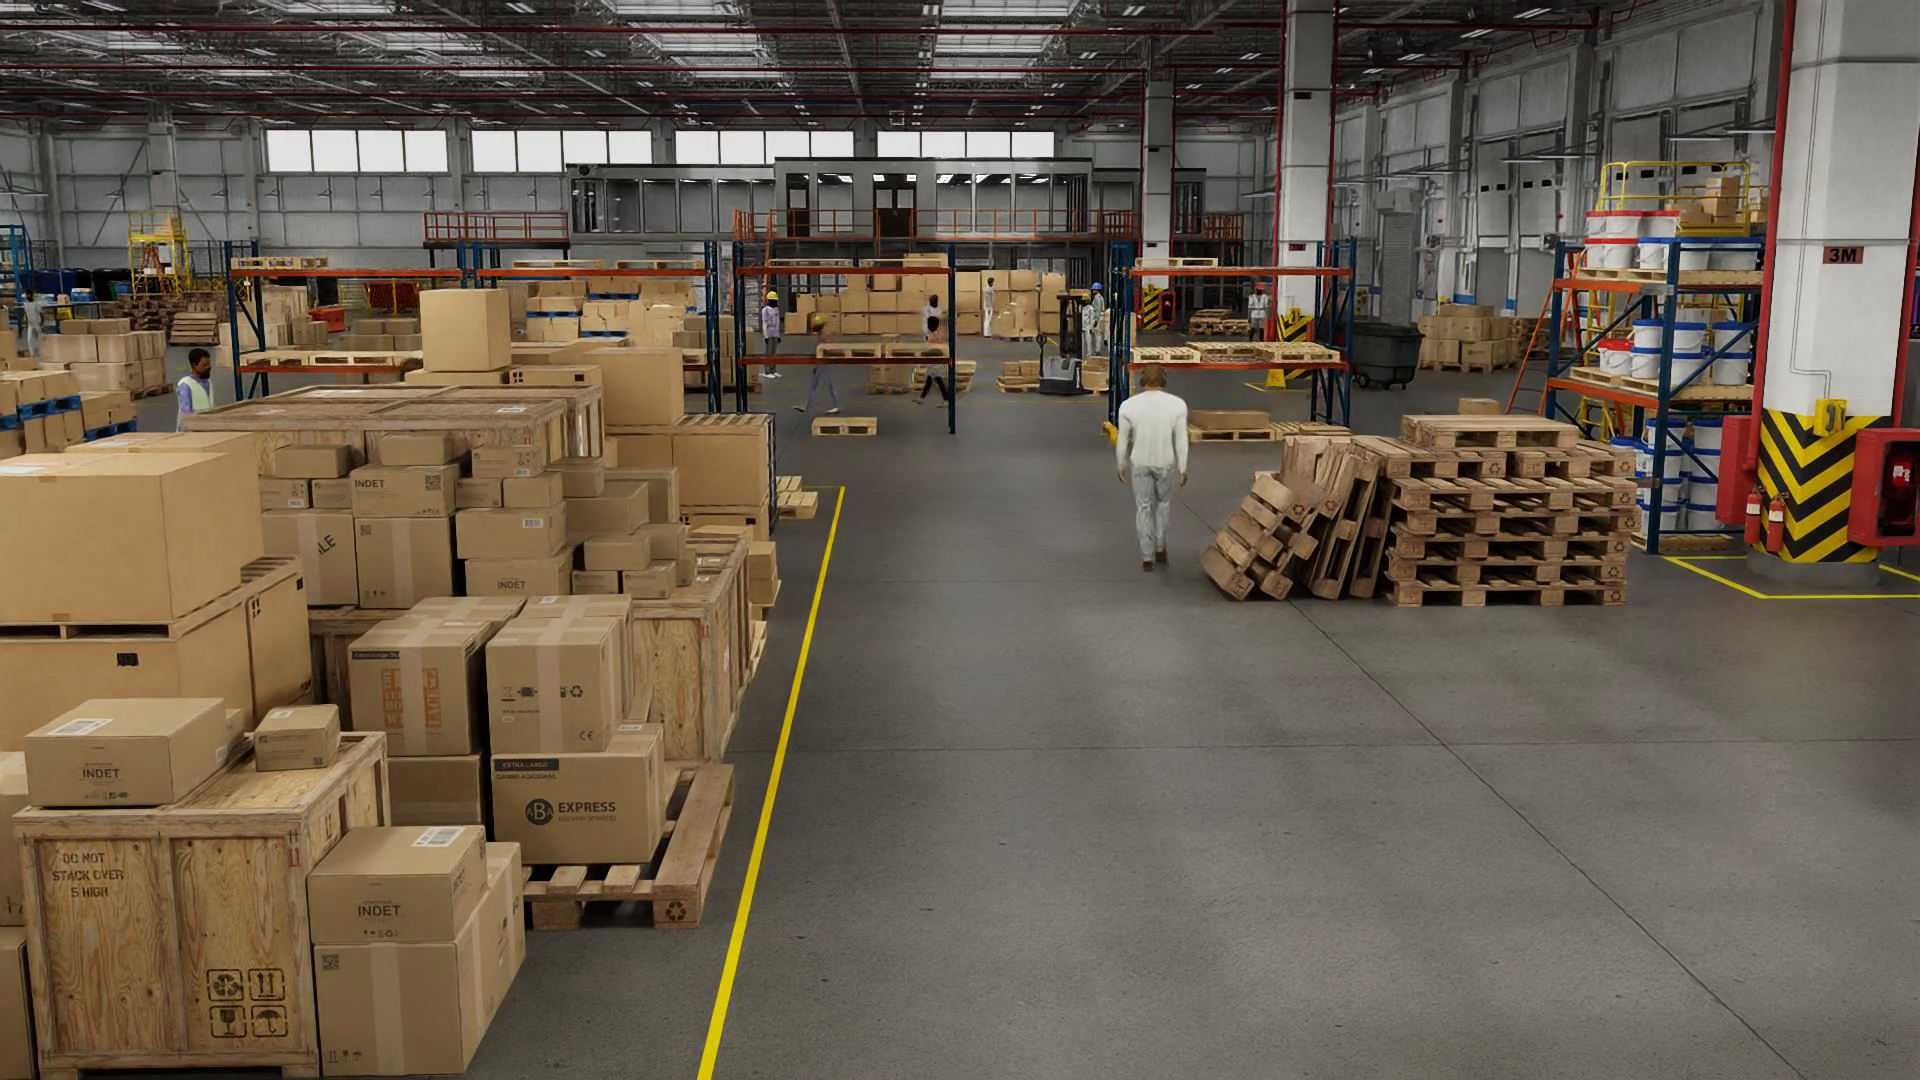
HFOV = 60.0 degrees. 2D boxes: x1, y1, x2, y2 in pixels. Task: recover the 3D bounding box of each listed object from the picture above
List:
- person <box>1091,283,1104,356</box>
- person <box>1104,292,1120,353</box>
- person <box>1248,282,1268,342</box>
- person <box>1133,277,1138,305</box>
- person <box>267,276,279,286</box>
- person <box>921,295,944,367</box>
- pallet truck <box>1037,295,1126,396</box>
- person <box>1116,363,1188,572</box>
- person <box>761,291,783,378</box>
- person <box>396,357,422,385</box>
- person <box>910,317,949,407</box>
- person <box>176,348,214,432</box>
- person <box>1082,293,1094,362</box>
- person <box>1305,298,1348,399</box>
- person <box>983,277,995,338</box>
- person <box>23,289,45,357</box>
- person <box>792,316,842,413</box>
[{"bbox_3d":[3.653,-5.870,44.273,0.380,1.951,0.605,1,10,4],"label":"person"},{"bbox_3d":[3.423,-4.502,36.757,0.587,1.919,0.402,-6,12,-32],"label":"person"},{"bbox_3d":[8.258,-6.188,46.097,0.554,1.932,0.385,-1,10,-4],"label":"person"},{"bbox_3d":[6.761,-9.642,65.234,0.654,1.986,0.522,-5,11,-27],"label":"person"},{"bbox_3d":[-21.265,-7.233,51.607,0.615,2.041,0.385,-2,10,-10],"label":"person"},{"bbox_3d":[-0.581,-4.823,38.887,0.658,1.790,0.950,-9,14,-42],"label":"person"},{"bbox_3d":[2.483,-3.881,33.060,1.885,1.965,0.823,-7,13,-36],"label":"pallet truck"},{"bbox_3d":[1.789,-0.697,15.565,0.662,1.906,0.885,1,10,5],"label":"person"},{"bbox_3d":[-4.198,-4.585,37.179,0.364,1.928,0.586,5,11,24],"label":"person"},{"bbox_3d":[-5.963,-1.068,17.980,0.519,1.804,0.957,3,11,16],"label":"person"},{"bbox_3d":[-0.556,-3.272,30.593,0.846,1.651,0.550,3,11,16],"label":"person"},{"bbox_3d":[-8.167,-1.103,17.847,0.398,1.906,0.640,0,10,2],"label":"person"},{"bbox_3d":[3.140,-5.357,41.992,0.487,1.745,0.292,7,13,36],"label":"person"},{"bbox_3d":[7.141,-3.698,32.148,0.928,1.966,0.627,-3,11,-15],"label":"person"},{"bbox_3d":[0.922,-7.308,52.358,0.368,1.932,0.623,1,10,4],"label":"person"},{"bbox_3d":[-23.877,-5.577,42.984,0.535,1.835,0.903,0,10,-3],"label":"person"},{"bbox_3d":[-2.517,-3.088,29.398,0.895,1.712,0.547,-2,10,-8],"label":"person"}]
